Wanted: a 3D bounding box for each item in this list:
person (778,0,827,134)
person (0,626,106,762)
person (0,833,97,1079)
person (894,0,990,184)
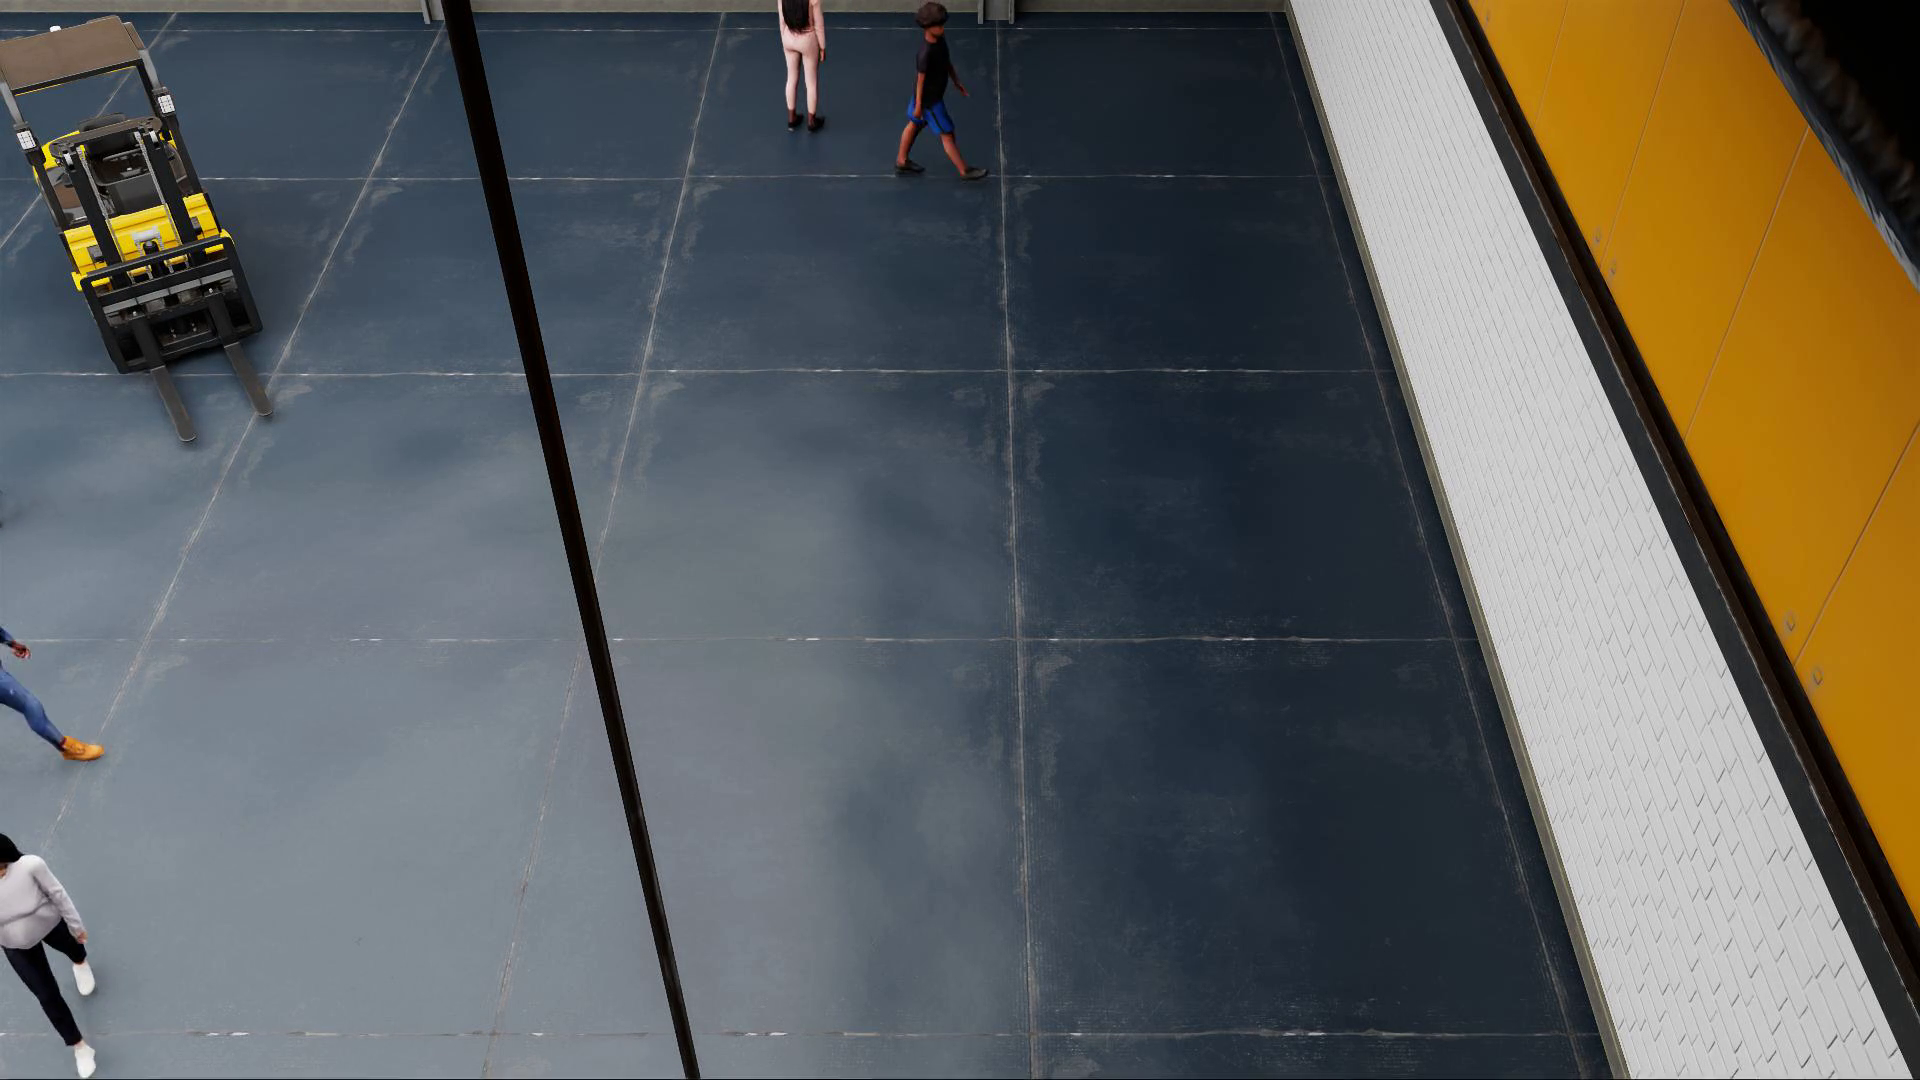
[{"bbox_3d":[-1.512,-4.709,15.847,0.600,1.721,0.750,15,46,15],"label":"person"},{"bbox_3d":[-6.016,0.810,10.088,1.215,1.674,0.768,-7,44,-8],"label":"person"},{"bbox_3d":[-4.919,2.012,8.842,1.118,1.653,1.044,-22,48,-21],"label":"person"},{"bbox_3d":[-0.358,-4.040,15.136,1.207,1.733,0.784,8,44,8],"label":"person"}]
